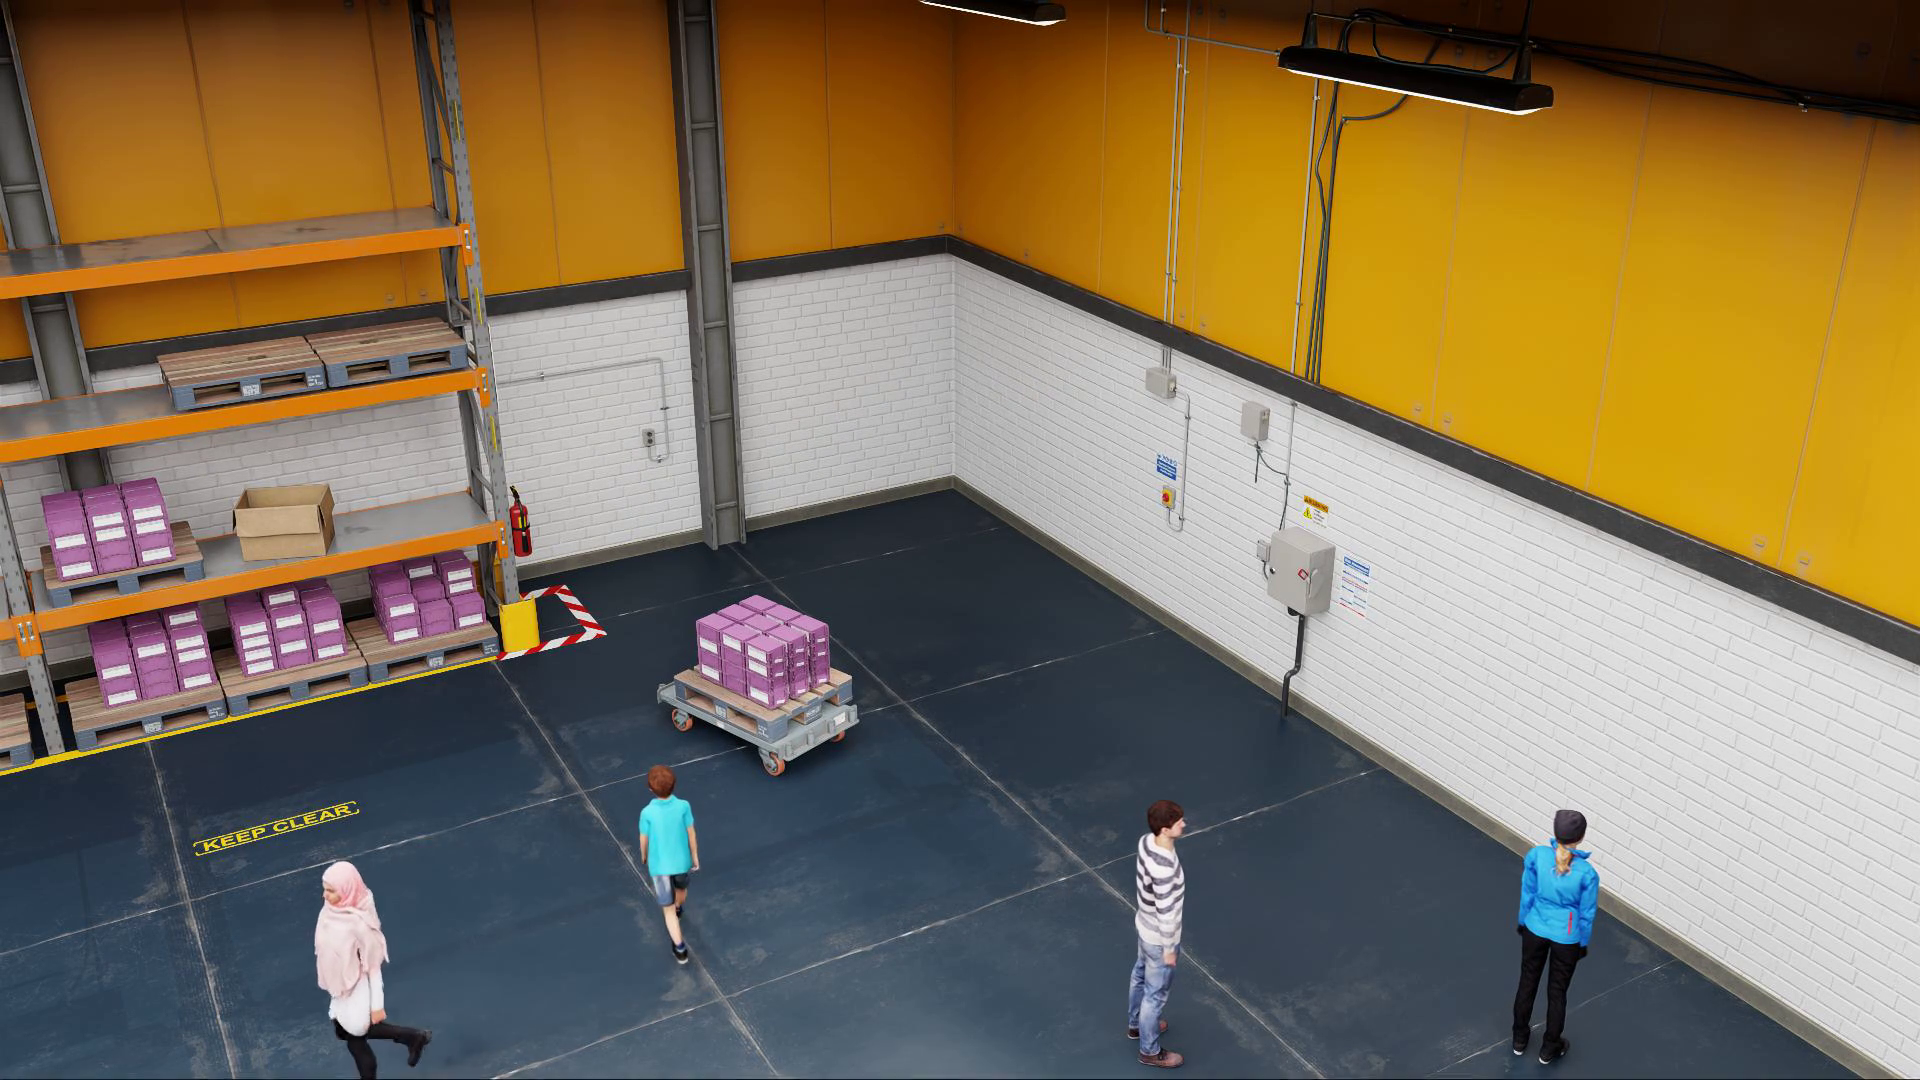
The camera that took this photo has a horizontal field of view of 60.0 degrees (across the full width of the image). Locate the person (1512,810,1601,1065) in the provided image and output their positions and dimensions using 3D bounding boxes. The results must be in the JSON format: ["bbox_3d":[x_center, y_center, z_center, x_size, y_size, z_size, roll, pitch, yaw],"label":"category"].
[{"bbox_3d":[3.719,2.487,10.451,0.681,1.803,0.644,18,29,35],"label":"person"}]

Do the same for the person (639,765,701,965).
[{"bbox_3d":[-1.988,2.257,11.471,0.894,1.407,0.635,-10,26,-22],"label":"person"}]

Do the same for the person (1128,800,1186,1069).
[{"bbox_3d":[1.237,2.446,10.479,0.674,1.854,0.718,-3,24,-7],"label":"person"}]

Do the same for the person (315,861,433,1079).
[{"bbox_3d":[-3.561,2.670,10.048,0.770,1.790,0.961,22,32,40],"label":"person"}]
